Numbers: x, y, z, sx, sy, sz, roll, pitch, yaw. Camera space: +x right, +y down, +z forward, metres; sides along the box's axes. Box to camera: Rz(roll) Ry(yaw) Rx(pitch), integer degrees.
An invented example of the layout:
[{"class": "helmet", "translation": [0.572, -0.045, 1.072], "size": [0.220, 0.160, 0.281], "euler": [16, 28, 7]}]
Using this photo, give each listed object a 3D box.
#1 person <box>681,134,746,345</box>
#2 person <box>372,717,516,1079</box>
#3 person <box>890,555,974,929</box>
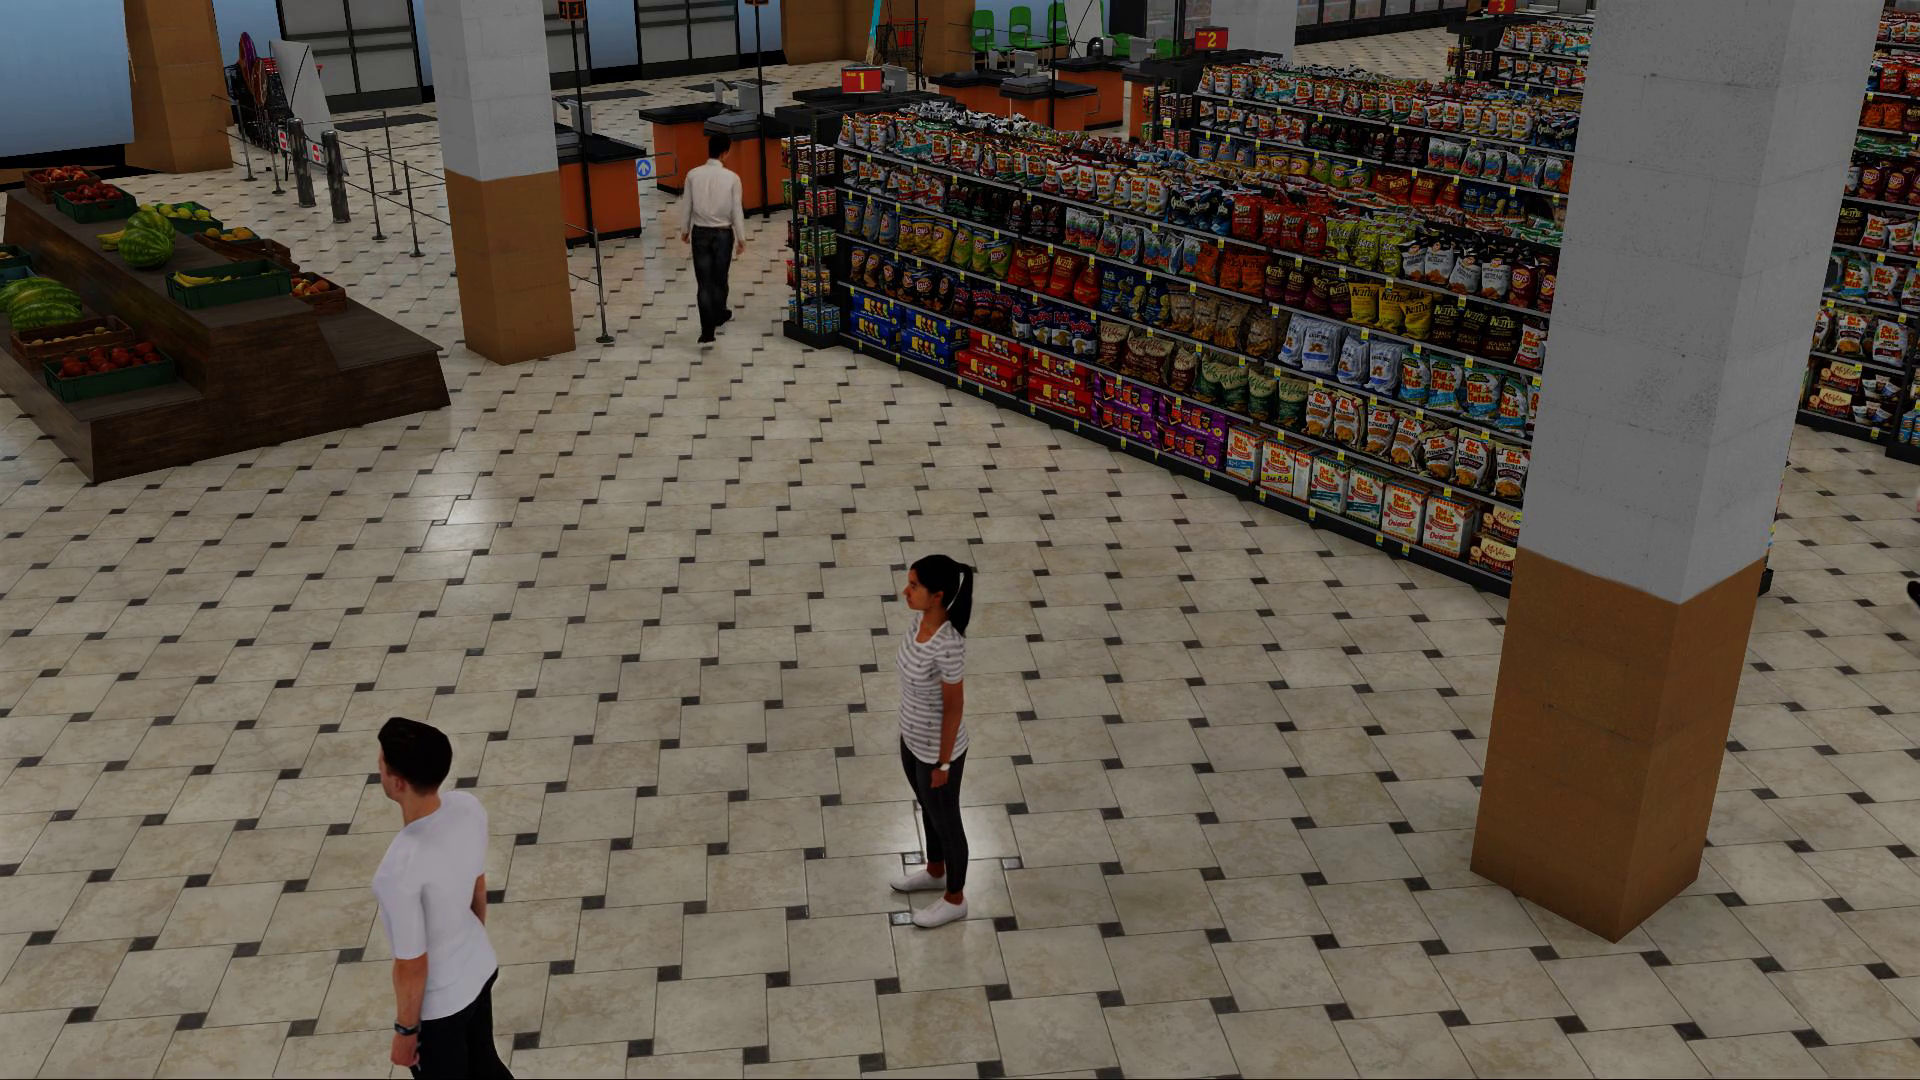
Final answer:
[{"class": "person", "translation": [-2.139, -2.533, 14.284], "size": [1.166, 1.742, 1.338], "euler": [-3, 24, -7]}, {"class": "person", "translation": [-1.603, 1.380, 5.205], "size": [0.777, 1.851, 0.755], "euler": [5, 24, 12]}, {"class": "person", "translation": [-0.100, 0.806, 6.773], "size": [0.699, 1.646, 0.575], "euler": [-8, 25, -17]}]
